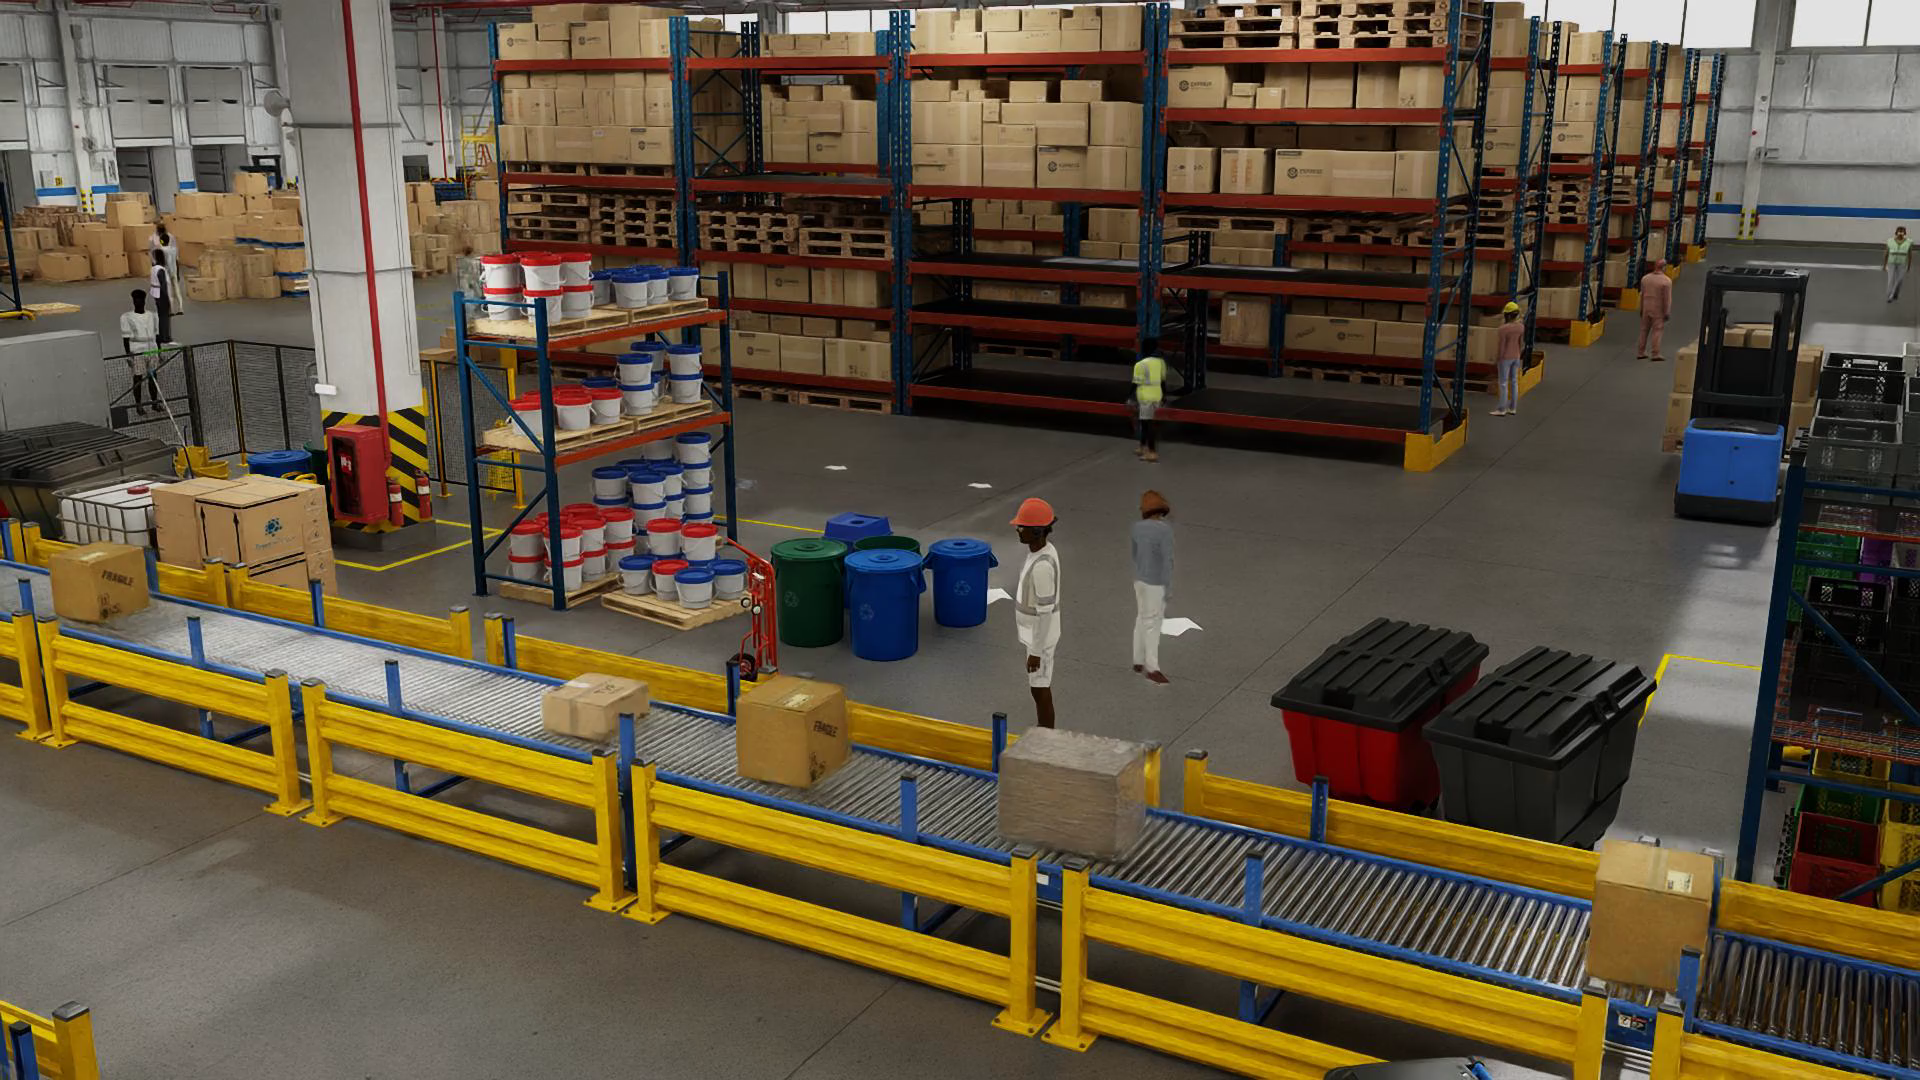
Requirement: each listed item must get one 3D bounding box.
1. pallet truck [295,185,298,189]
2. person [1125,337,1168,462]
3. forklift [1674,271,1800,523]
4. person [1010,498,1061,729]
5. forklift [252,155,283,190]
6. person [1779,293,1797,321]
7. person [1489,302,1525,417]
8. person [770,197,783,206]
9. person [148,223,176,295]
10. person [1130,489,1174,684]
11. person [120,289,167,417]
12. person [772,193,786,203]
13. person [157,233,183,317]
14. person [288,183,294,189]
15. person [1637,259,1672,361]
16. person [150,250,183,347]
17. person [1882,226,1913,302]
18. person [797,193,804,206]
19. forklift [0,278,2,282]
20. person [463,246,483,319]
[{"bbox_3d":[-26.804,-14.617,69.738,1.885,1.965,0.823,-14,20,-42],"label":"pallet truck"},{"bbox_3d":[2.504,-1.921,22.622,0.643,1.657,0.697,-11,19,-36],"label":"person"},{"bbox_3d":[9.269,-1.763,19.726,1.129,2.768,1.873,8,17,27],"label":"forklift"},{"bbox_3d":[0.543,0.694,12.093,0.377,2.045,0.605,0,15,1],"label":"person"},{"bbox_3d":[-24.902,-12.492,60.060,1.873,2.768,1.129,13,20,40],"label":"forklift"},{"bbox_3d":[15.646,-4.242,31.436,0.287,1.632,0.501,4,15,14],"label":"person"},{"bbox_3d":[8.478,-2.797,25.749,0.530,1.768,0.312,-8,17,-29],"label":"person"},{"bbox_3d":[-5.807,-10.096,52.969,0.651,1.878,1.032,5,16,19],"label":"person"},{"bbox_3d":[-19.699,-6.913,41.116,0.639,1.820,0.444,-3,15,-12],"label":"person"},{"bbox_3d":[1.665,0.389,14.074,0.348,1.607,0.656,-9,17,-30],"label":"person"},{"bbox_3d":[-12.652,-2.910,25.792,0.371,1.963,0.608,10,18,34],"label":"person"},{"bbox_3d":[-5.940,-10.770,55.576,0.633,1.842,0.429,2,15,6],"label":"person"},{"bbox_3d":[-17.809,-5.962,37.457,0.328,1.868,0.509,8,17,28],"label":"person"},{"bbox_3d":[-23.463,-11.581,58.454,0.379,1.933,0.629,6,16,22],"label":"person"},{"bbox_3d":[13.043,-4.306,31.176,0.398,1.899,0.649,-9,17,-29],"label":"person"},{"bbox_3d":[-15.824,-4.795,33.008,0.407,1.906,0.642,-12,19,-39],"label":"person"},{"bbox_3d":[22.581,-6.644,40.093,0.593,1.828,0.455,8,17,29],"label":"person"},{"bbox_3d":[-5.202,-10.920,55.902,0.620,1.971,0.566,-1,15,-4],"label":"person"},{"bbox_3d":[-26.400,-8.041,43.328,1.129,2.768,1.873,8,17,28],"label":"forklift"},{"bbox_3d":[-10.877,-5.740,37.064,0.376,1.623,0.543,0,15,0],"label":"person"}]
